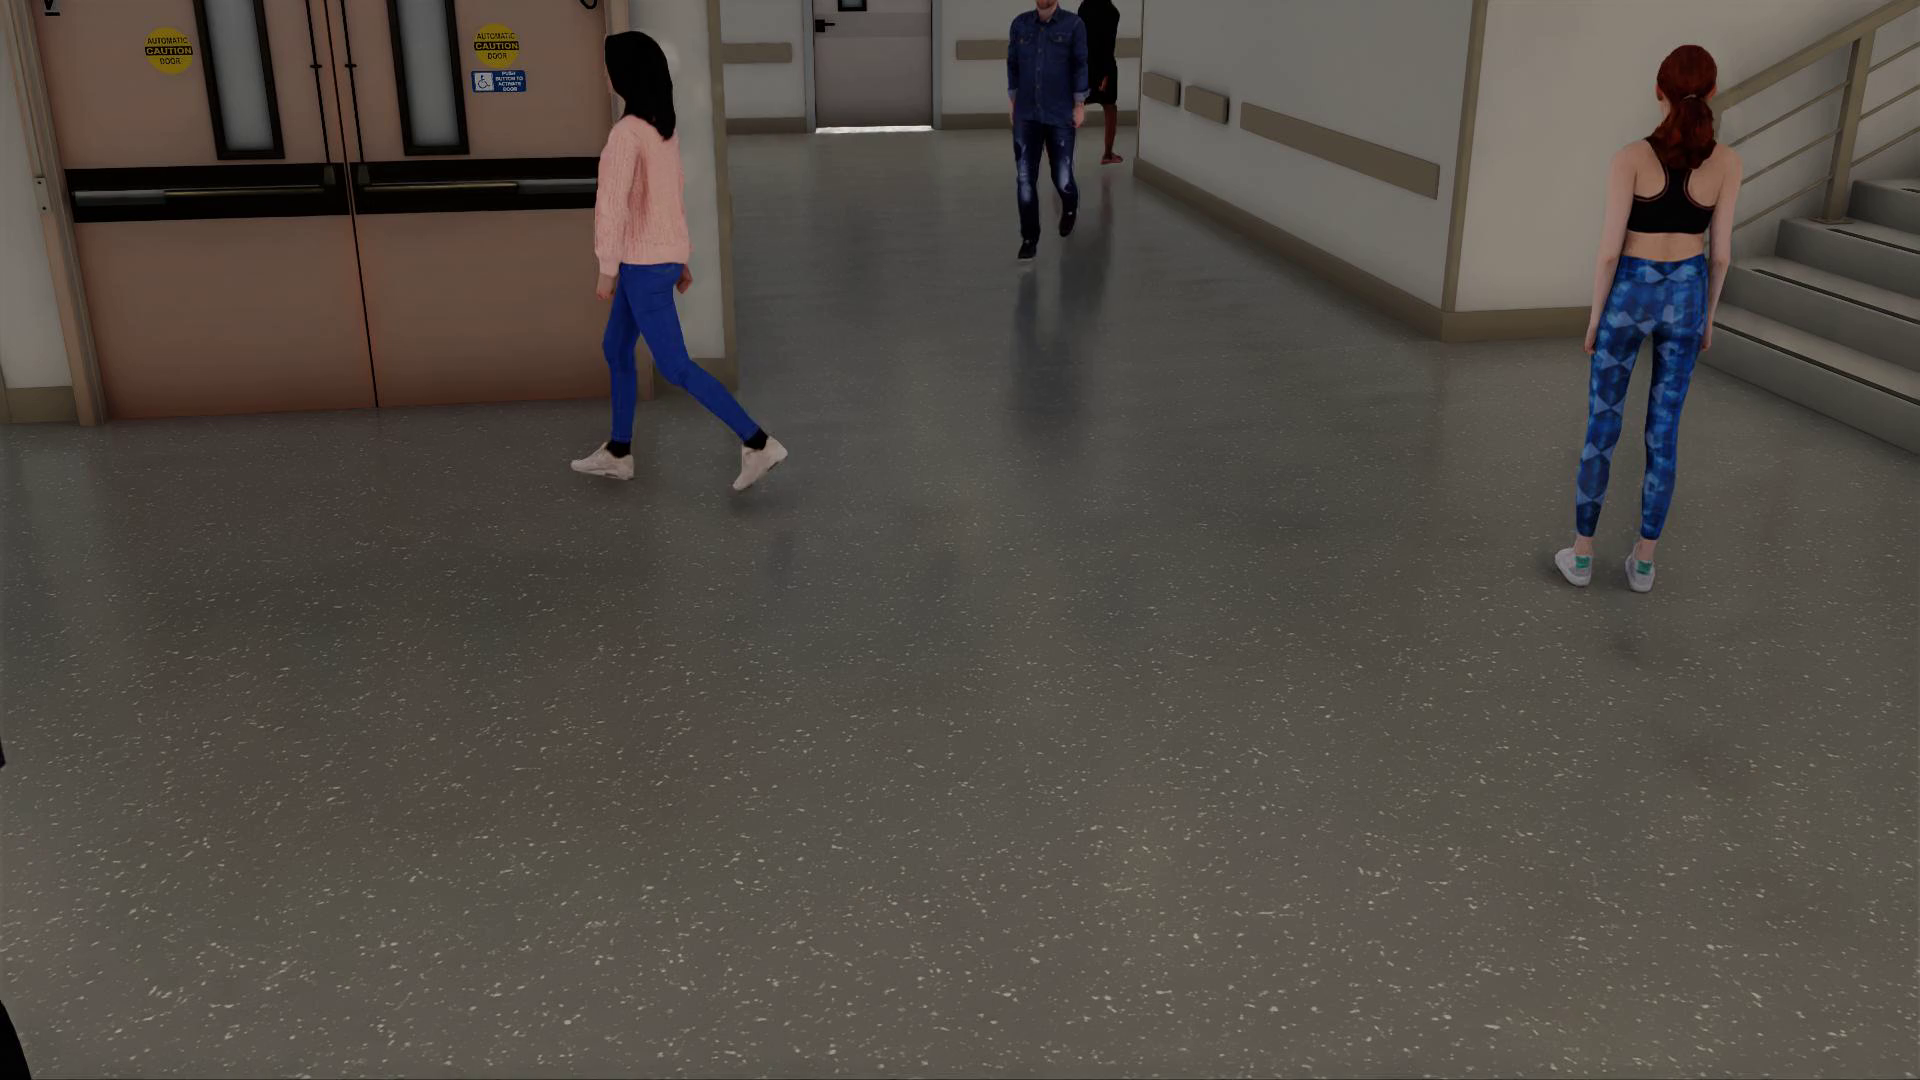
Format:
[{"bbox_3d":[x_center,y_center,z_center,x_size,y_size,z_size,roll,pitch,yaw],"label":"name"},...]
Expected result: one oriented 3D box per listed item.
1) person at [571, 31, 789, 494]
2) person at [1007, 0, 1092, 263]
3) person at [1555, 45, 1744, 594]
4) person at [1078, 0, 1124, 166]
[{"bbox_3d":[-1.090,-0.987,6.296,1.238,1.727,0.897,4,21,9],"label":"person"},{"bbox_3d":[0.574,-2.754,10.859,1.128,1.800,1.073,6,22,16],"label":"person"},{"bbox_3d":[2.263,-0.686,5.420,0.664,1.785,0.729,4,21,10],"label":"person"},{"bbox_3d":[1.097,-4.017,14.374,1.152,1.673,1.250,15,26,35],"label":"person"}]
